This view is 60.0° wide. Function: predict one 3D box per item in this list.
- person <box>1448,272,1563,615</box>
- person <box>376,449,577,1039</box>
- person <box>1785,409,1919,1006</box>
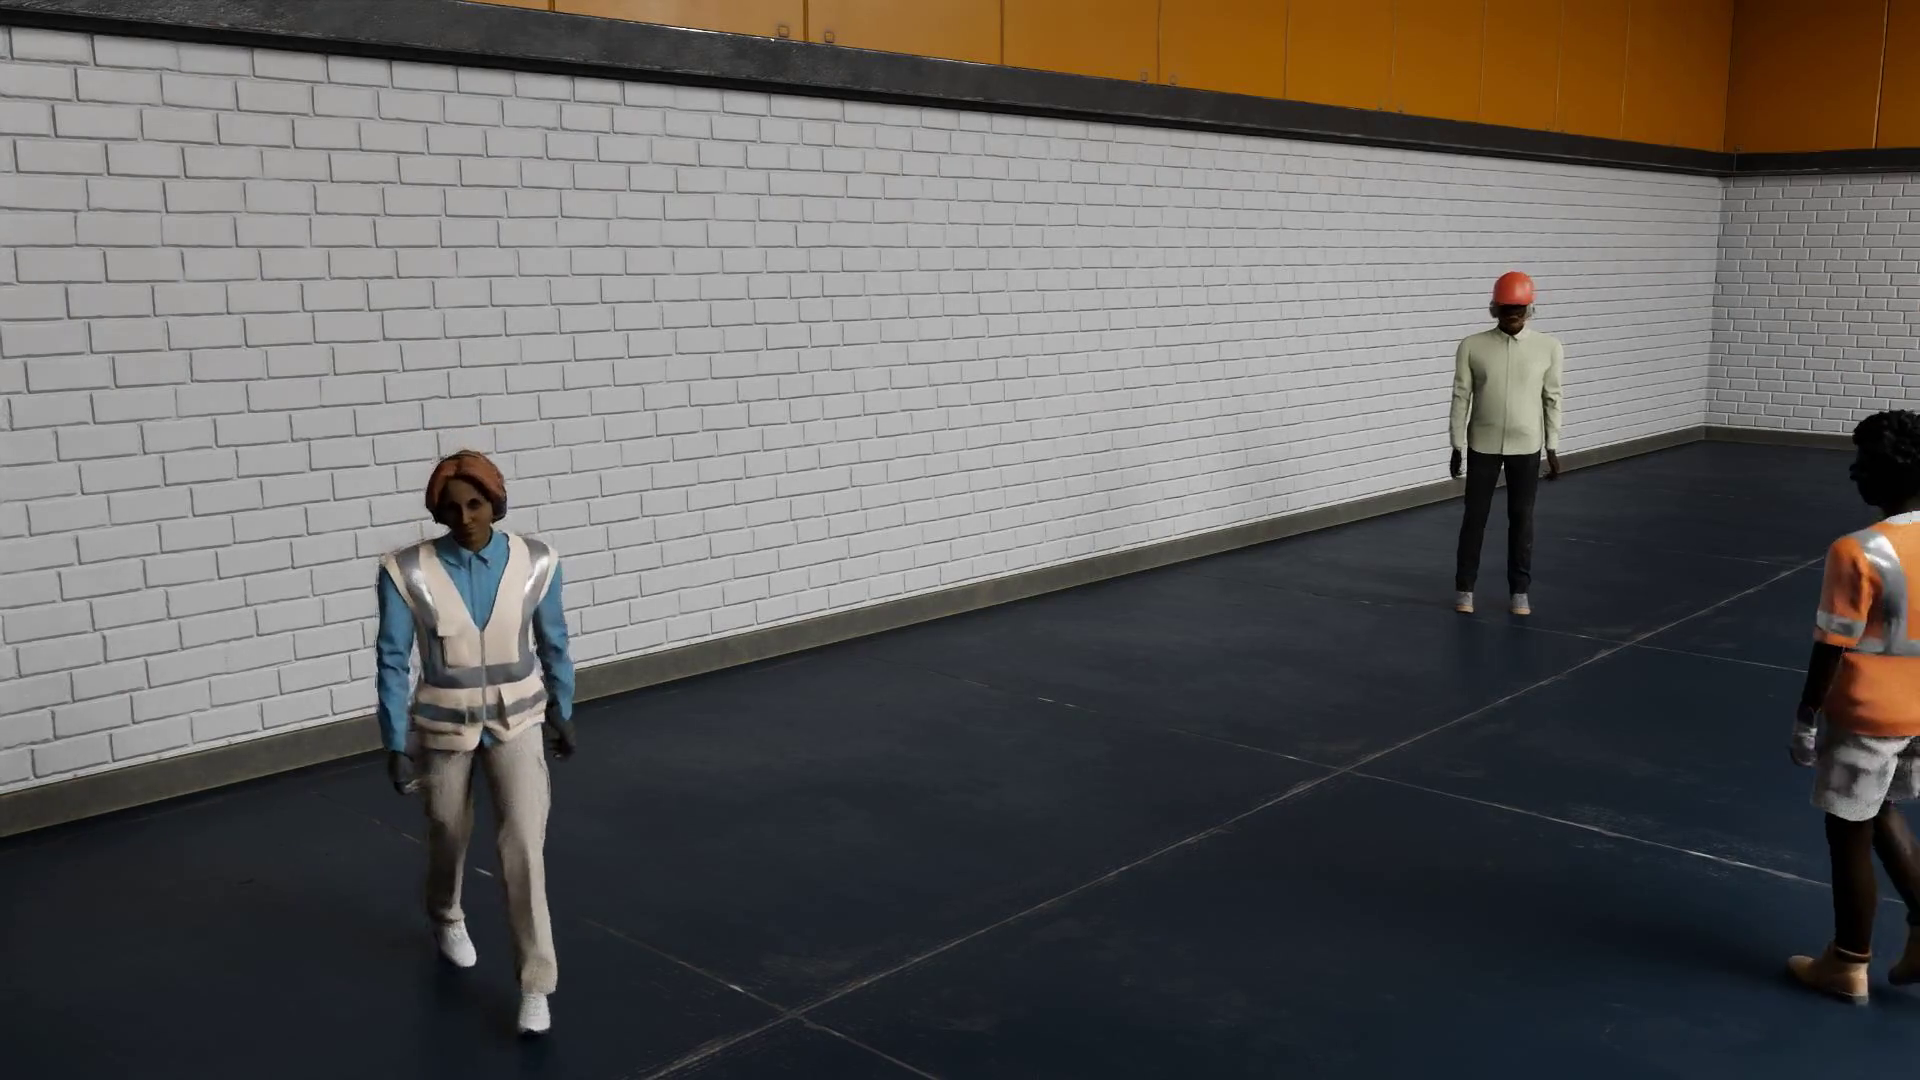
[{"bbox_3d":[3.162,-0.549,9.677,0.630,1.987,0.413,2,10,13],"label":"person"},{"bbox_3d":[-1.345,0.528,4.659,0.553,1.594,0.879,-4,11,-23],"label":"person"},{"bbox_3d":[2.549,0.479,4.618,0.552,1.687,0.350,-4,11,-23],"label":"person"}]
